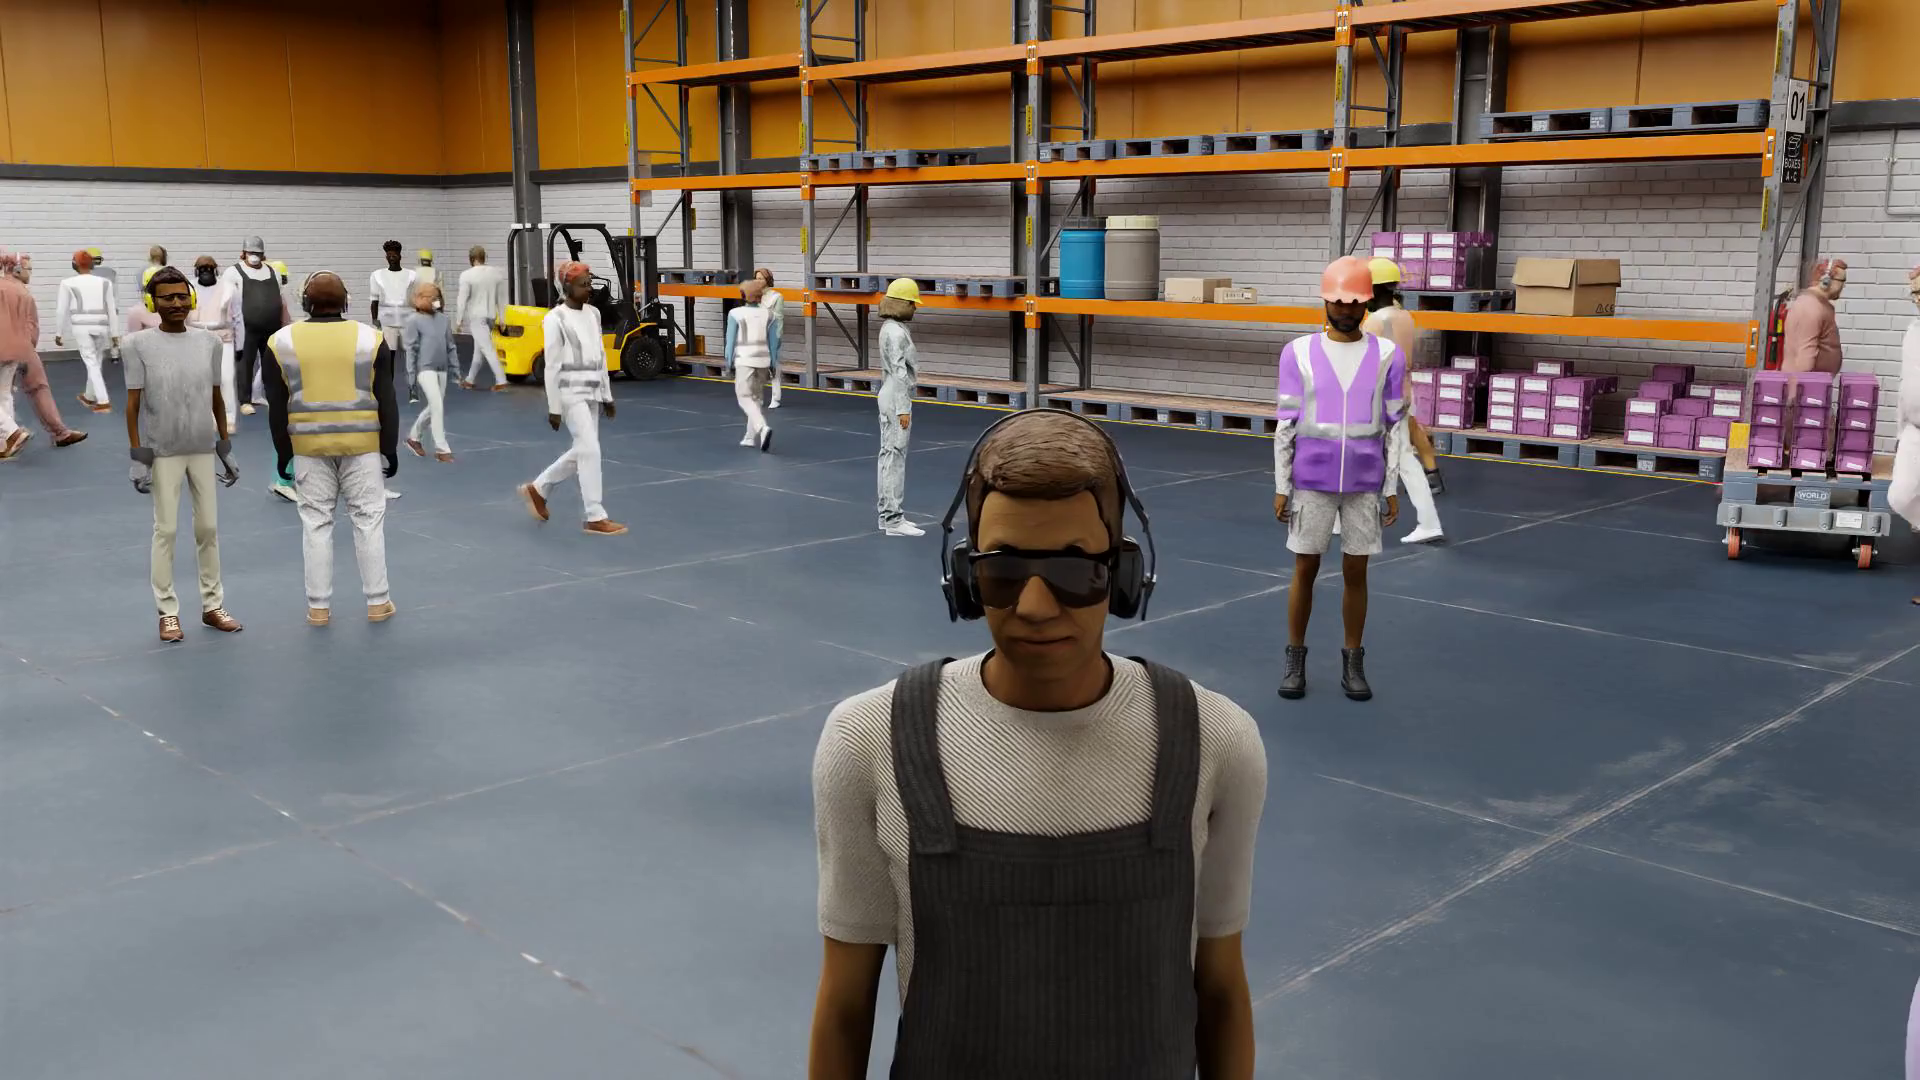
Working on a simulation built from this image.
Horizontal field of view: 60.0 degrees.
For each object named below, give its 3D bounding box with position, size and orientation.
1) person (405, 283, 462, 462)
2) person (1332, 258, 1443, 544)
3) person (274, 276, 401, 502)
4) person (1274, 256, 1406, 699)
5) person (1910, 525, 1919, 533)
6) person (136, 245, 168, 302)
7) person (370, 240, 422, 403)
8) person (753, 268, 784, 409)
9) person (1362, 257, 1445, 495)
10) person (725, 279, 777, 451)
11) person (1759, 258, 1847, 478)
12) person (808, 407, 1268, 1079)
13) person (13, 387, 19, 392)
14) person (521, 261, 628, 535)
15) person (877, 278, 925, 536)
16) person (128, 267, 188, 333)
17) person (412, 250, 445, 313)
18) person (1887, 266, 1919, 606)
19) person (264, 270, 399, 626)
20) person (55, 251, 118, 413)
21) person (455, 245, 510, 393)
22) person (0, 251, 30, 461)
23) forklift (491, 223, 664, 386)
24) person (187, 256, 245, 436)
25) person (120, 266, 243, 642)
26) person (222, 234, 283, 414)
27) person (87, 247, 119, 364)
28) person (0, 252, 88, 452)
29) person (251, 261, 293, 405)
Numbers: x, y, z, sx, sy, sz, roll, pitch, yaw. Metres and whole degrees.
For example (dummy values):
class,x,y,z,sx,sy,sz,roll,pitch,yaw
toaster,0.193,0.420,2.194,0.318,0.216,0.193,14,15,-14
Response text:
class,x,y,z,sx,sy,sz,roll,pitch,yaw
person,-4.817,-1.516,15.049,0.754,1.618,0.506,5,12,27
person,2.795,-0.911,10.980,1.009,1.877,0.609,10,14,43
person,-4.809,-1.138,12.613,0.902,1.725,0.541,0,10,-2
person,1.642,-0.255,7.222,0.551,1.932,0.378,1,10,6
person,6.734,-1.041,11.216,0.608,2.044,0.377,-6,12,-31
person,-10.889,-3.053,22.626,0.634,1.893,1.006,3,11,14
person,-6.791,-2.630,20.085,0.613,1.964,0.361,-3,11,-16
person,-2.290,-2.361,19.514,0.511,1.641,0.307,5,12,27
person,3.363,-1.270,13.019,1.033,1.863,0.547,8,13,36
person,-1.938,-1.646,15.670,0.522,1.613,0.719,-7,13,-35
person,6.158,-1.129,12.193,0.883,1.863,0.651,3,11,18
person,0.087,0.766,1.898,0.517,1.844,0.329,-1,10,-4
person,-12.509,-2.817,21.452,0.631,1.843,0.429,7,12,33
person,-2.666,-0.967,11.334,0.817,1.860,0.582,3,11,17
person,-0.402,-0.901,11.291,0.306,1.736,0.484,-2,11,-11
person,-7.382,-1.642,15.306,0.760,1.741,0.520,8,13,36
person,-8.862,-3.920,27.645,0.591,1.787,0.949,-3,11,-15
person,5.458,-0.581,9.169,0.512,1.872,0.738,-2,11,-12
person,-3.243,-0.473,8.662,0.633,1.846,0.429,-3,11,-16
person,-10.039,-2.385,19.088,0.970,1.833,0.598,8,13,38
person,-6.179,-2.835,21.423,1.029,1.888,0.642,7,12,32
person,-8.571,-1.666,14.836,0.502,1.967,0.625,3,11,13
forklift,-5.316,-3.263,22.920,2.313,2.155,1.214,-10,14,-44
person,-7.589,-1.944,16.785,0.649,1.813,0.808,-3,11,-14
person,-3.906,-0.433,8.371,0.322,1.871,0.531,10,14,43
person,-7.973,-2.456,18.937,0.535,2.000,0.684,9,14,40
person,-13.531,-3.676,26.155,0.404,1.833,0.589,9,13,39
person,-8.744,-1.754,15.598,0.631,1.850,0.968,6,12,28
person,-8.073,-2.453,19.808,0.894,1.718,0.528,-4,11,-18
